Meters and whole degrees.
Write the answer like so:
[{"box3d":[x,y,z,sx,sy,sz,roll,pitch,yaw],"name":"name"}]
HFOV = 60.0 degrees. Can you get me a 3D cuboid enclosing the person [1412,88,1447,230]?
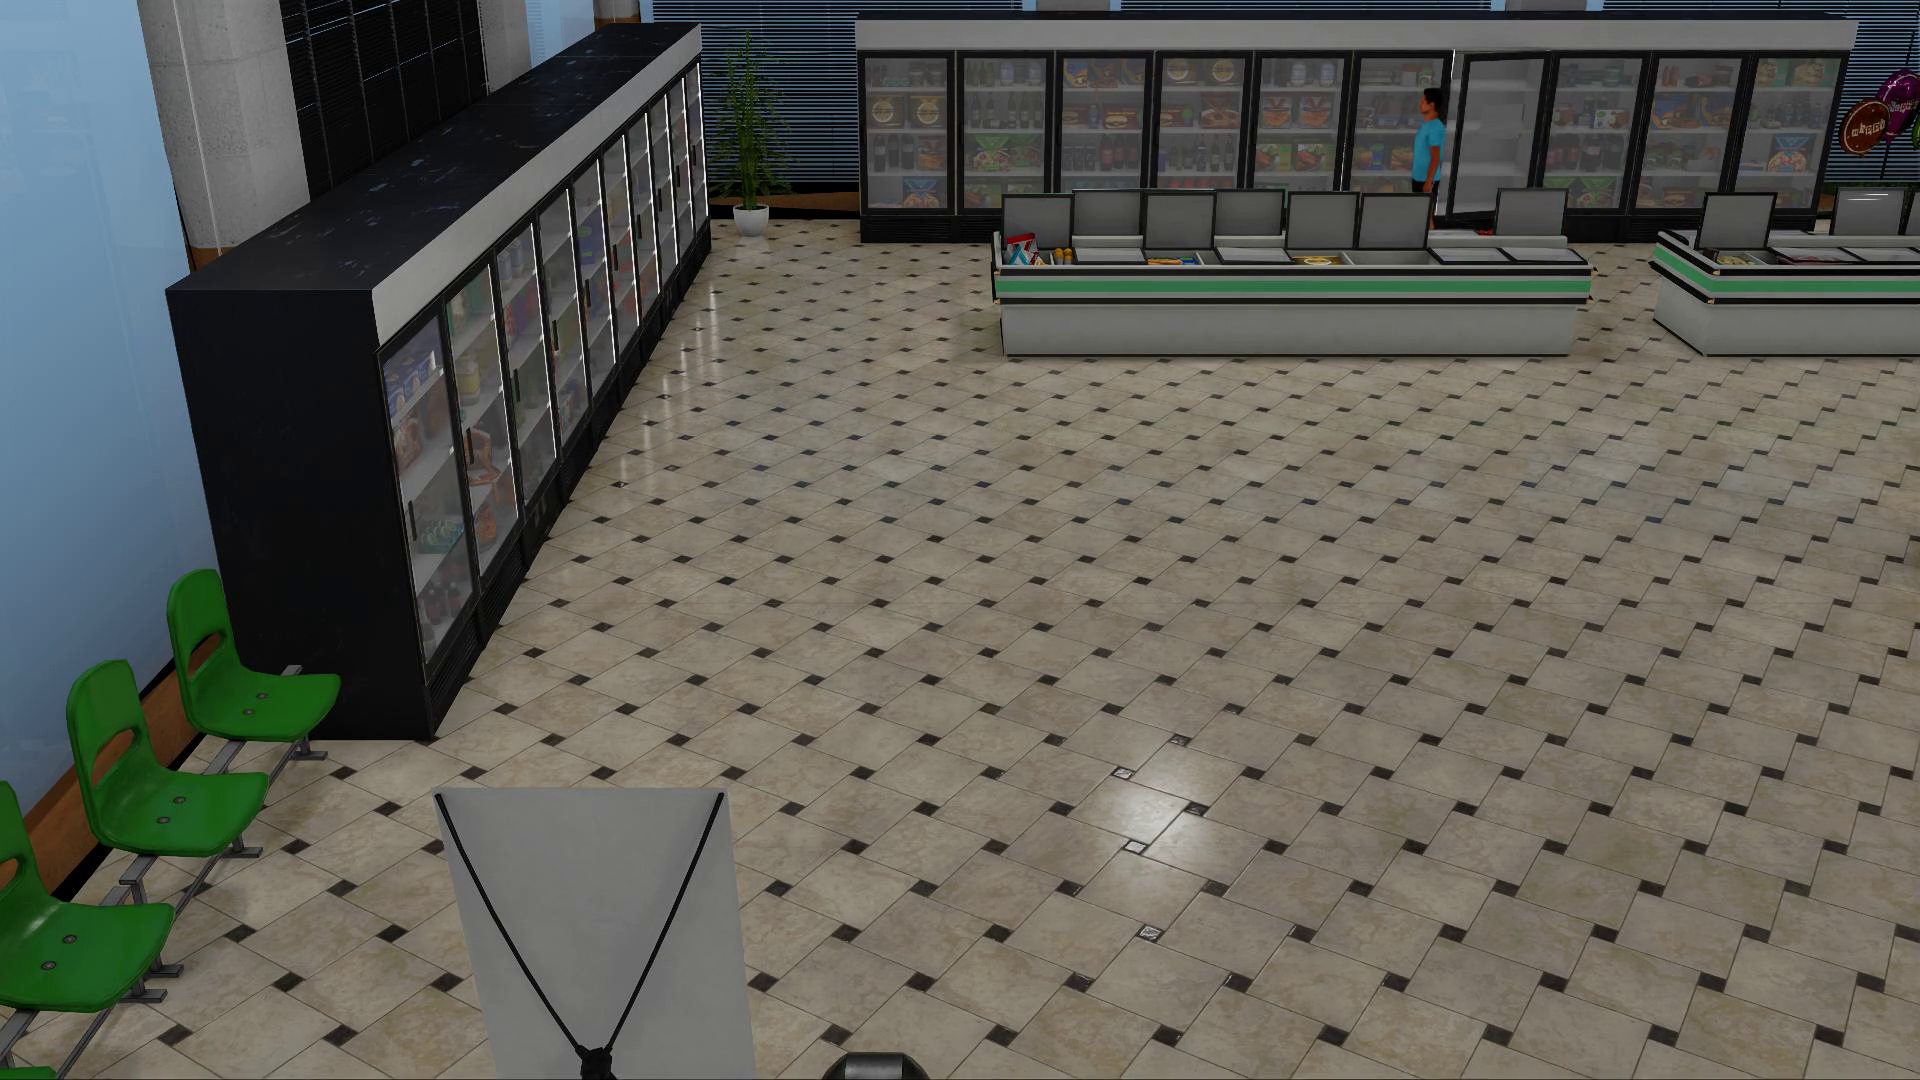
[{"box3d":[4.654,-3.598,16.575,0.497,1.774,0.618,1,24,1],"name":"person"}]
